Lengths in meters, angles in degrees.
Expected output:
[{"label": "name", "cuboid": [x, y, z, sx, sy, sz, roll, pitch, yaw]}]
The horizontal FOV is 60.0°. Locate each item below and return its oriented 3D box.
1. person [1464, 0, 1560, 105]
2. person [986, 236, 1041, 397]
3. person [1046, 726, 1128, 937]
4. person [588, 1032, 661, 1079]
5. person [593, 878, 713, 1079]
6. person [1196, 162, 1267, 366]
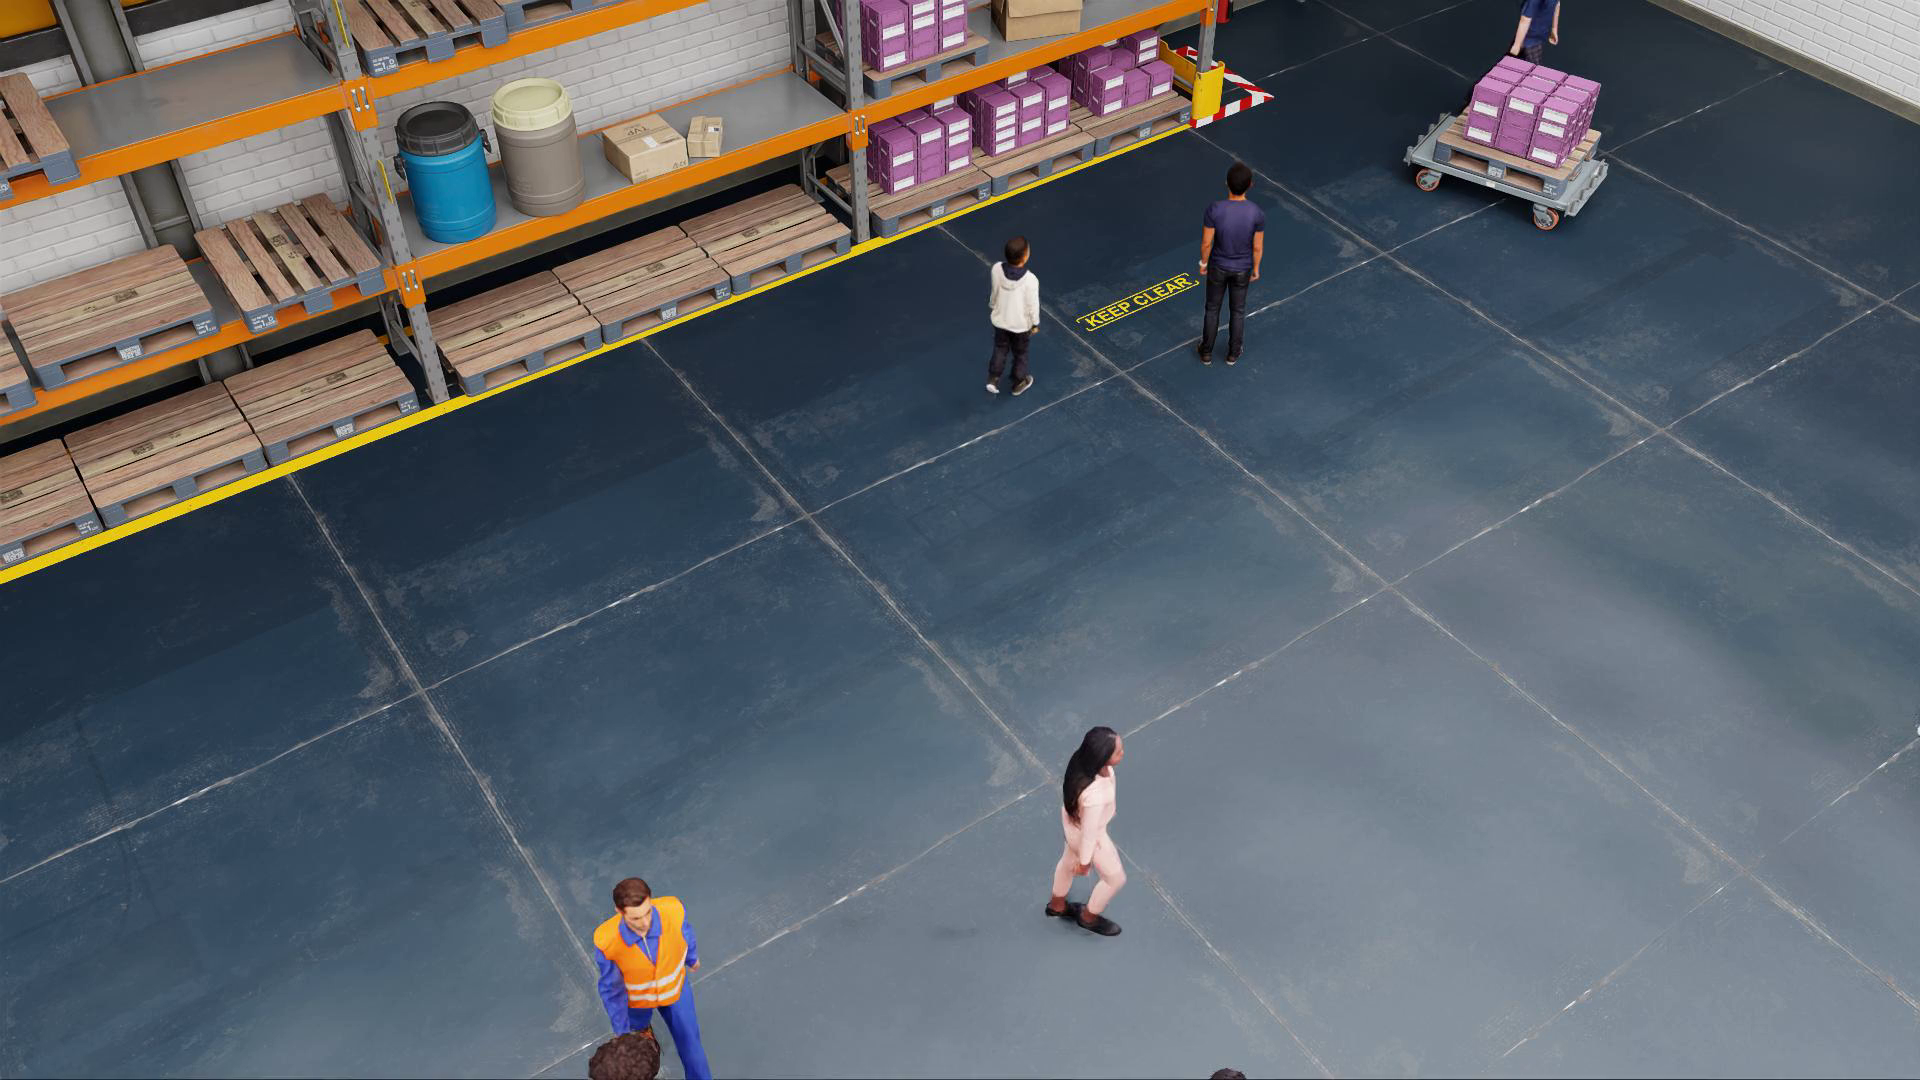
[{"label": "person", "cuboid": [5.329, -4.761, 15.829, 1.020, 1.807, 1.283, 26, 49, 25]}, {"label": "person", "cuboid": [0.374, -1.683, 12.860, 0.743, 1.444, 0.827, 23, 48, 22]}, {"label": "person", "cuboid": [0.617, 1.614, 9.210, 0.814, 1.705, 0.775, -4, 44, -4]}, {"label": "person", "cuboid": [-1.399, 2.844, 7.887, 1.142, 1.749, 0.736, -34, 53, -30]}, {"label": "person", "cuboid": [-1.616, 2.231, 8.491, 1.185, 1.803, 0.826, -22, 48, -22]}, {"label": "person", "cuboid": [2.124, -2.157, 13.105, 0.692, 1.793, 0.771, 4, 44, 4]}]
